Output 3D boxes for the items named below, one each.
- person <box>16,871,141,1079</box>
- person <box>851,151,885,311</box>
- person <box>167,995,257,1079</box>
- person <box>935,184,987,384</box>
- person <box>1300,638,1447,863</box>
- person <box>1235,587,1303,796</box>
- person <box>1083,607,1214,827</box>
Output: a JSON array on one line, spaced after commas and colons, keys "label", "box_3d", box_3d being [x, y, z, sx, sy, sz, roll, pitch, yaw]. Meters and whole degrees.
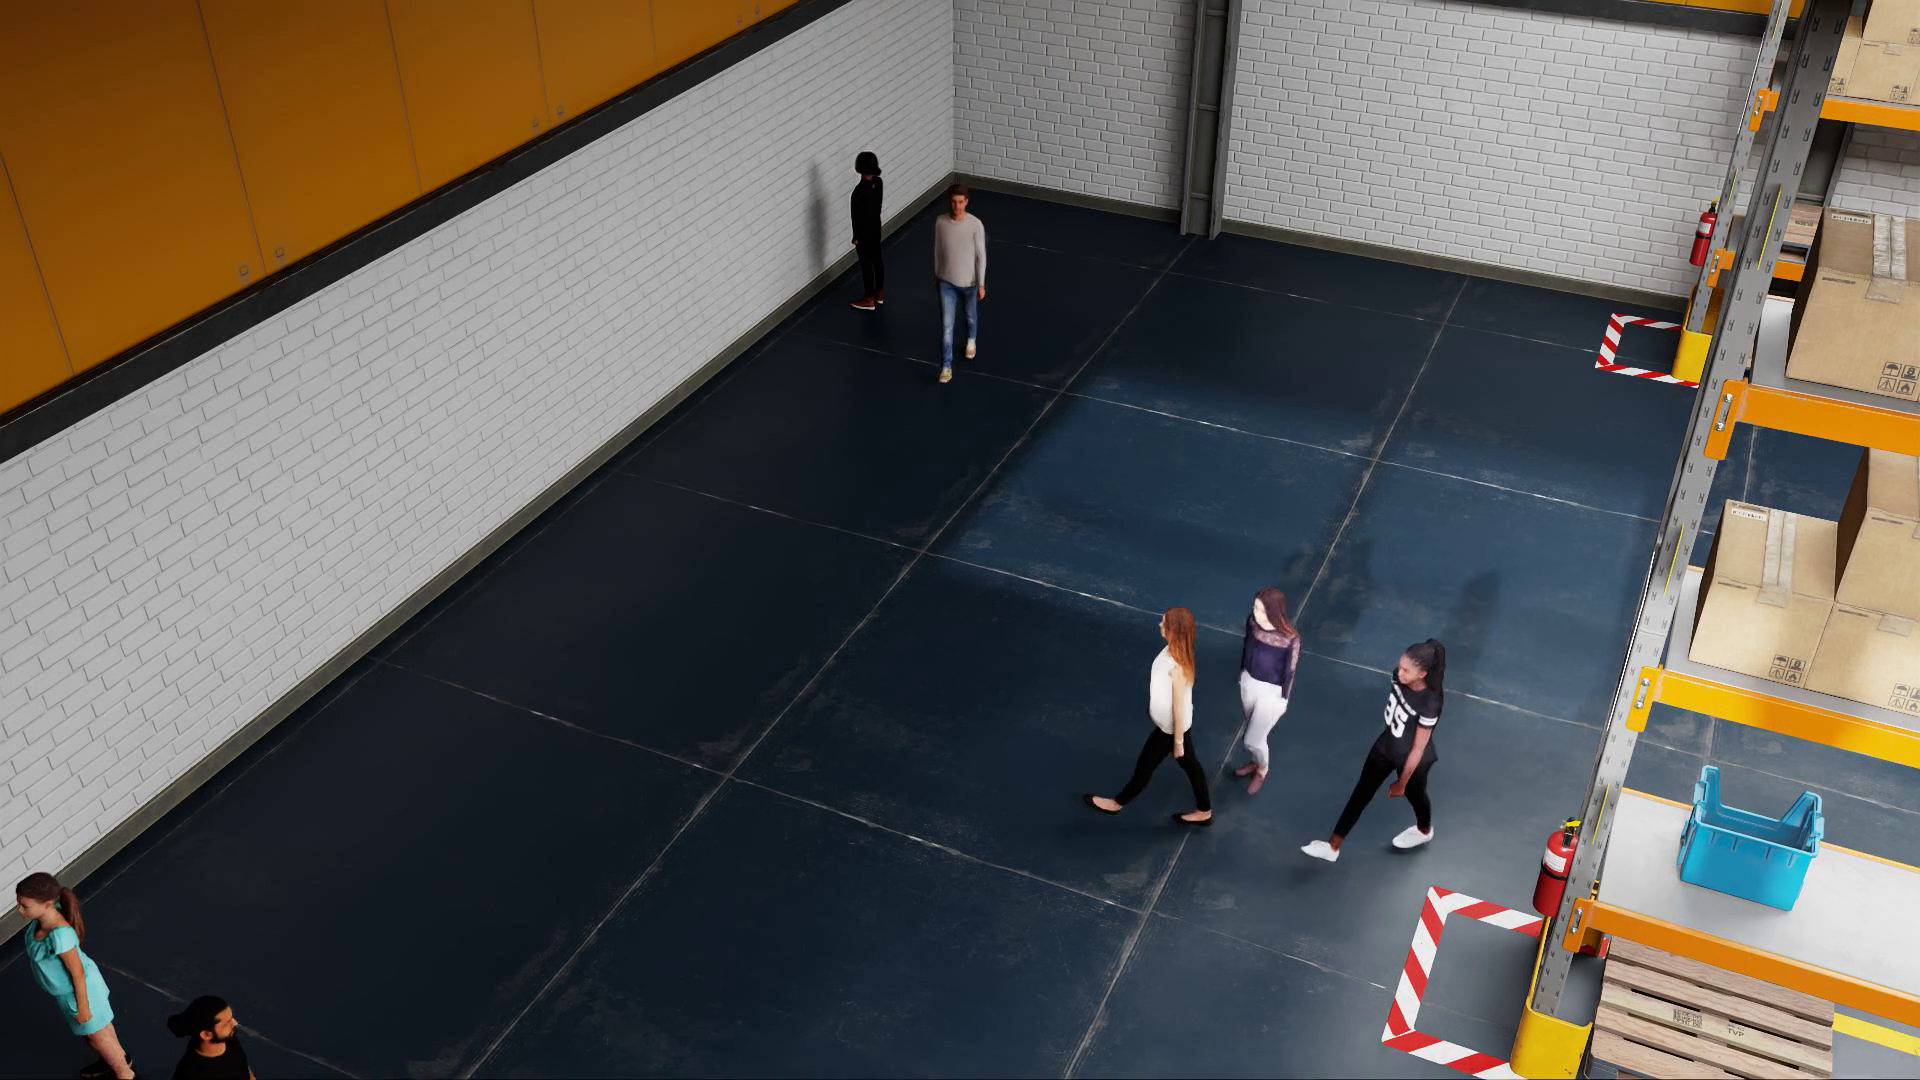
[{"label": "person", "box_3d": [-4.645, 2.338, 8.736, 0.701, 1.558, 0.614, -21, 39, -28]}, {"label": "person", "box_3d": [-0.928, -3.158, 16.901, 0.581, 1.674, 0.615, 19, 38, 26]}, {"label": "person", "box_3d": [-3.513, 2.828, 7.836, 0.782, 1.739, 0.769, -2, 34, -2]}, {"label": "person", "box_3d": [0.015, -2.485, 15.722, 1.219, 1.858, 0.948, 6, 34, 9]}, {"label": "person", "box_3d": [2.788, 1.313, 10.157, 1.192, 1.692, 1.148, -11, 35, -16]}, {"label": "person", "box_3d": [2.016, 0.965, 10.773, 0.786, 1.591, 0.706, -20, 39, -27]}, {"label": "person", "box_3d": [1.420, 1.159, 10.402, 1.121, 1.678, 0.763, 6, 34, 10]}]
